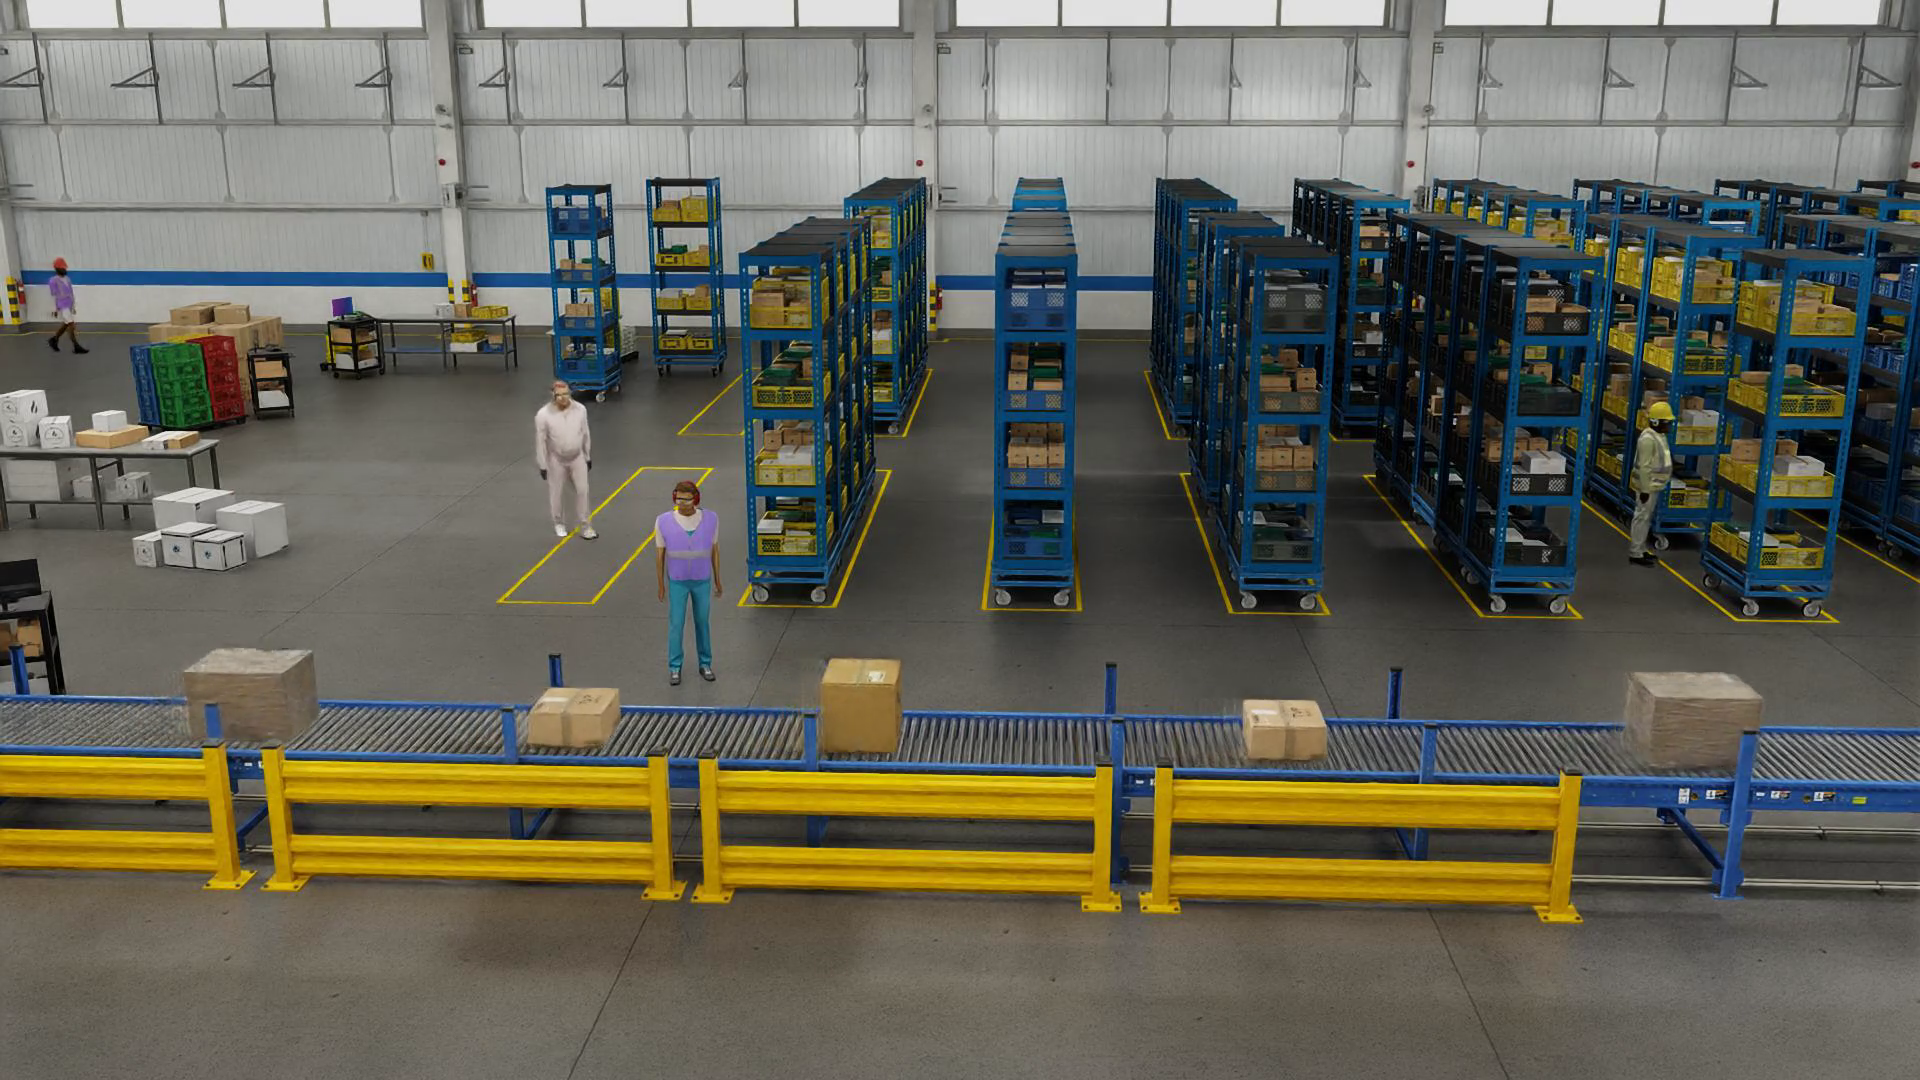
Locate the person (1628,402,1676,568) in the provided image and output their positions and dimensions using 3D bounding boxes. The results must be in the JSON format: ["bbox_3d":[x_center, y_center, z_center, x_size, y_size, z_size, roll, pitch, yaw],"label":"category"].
[{"bbox_3d":[7.643,-0.625,18.384,0.404,1.834,0.591,9,18,31],"label":"person"}]

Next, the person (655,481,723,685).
[{"bbox_3d":[-2.394,0.362,14.707,0.571,1.837,0.379,-5,16,-19],"label":"person"}]

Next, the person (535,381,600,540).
[{"bbox_3d":[-4.557,-0.903,19.344,0.685,1.865,0.910,-9,18,-30],"label":"person"}]

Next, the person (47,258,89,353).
[{"bbox_3d":[-18.025,-4.697,33.366,0.866,1.913,0.550,2,15,8],"label":"person"}]
